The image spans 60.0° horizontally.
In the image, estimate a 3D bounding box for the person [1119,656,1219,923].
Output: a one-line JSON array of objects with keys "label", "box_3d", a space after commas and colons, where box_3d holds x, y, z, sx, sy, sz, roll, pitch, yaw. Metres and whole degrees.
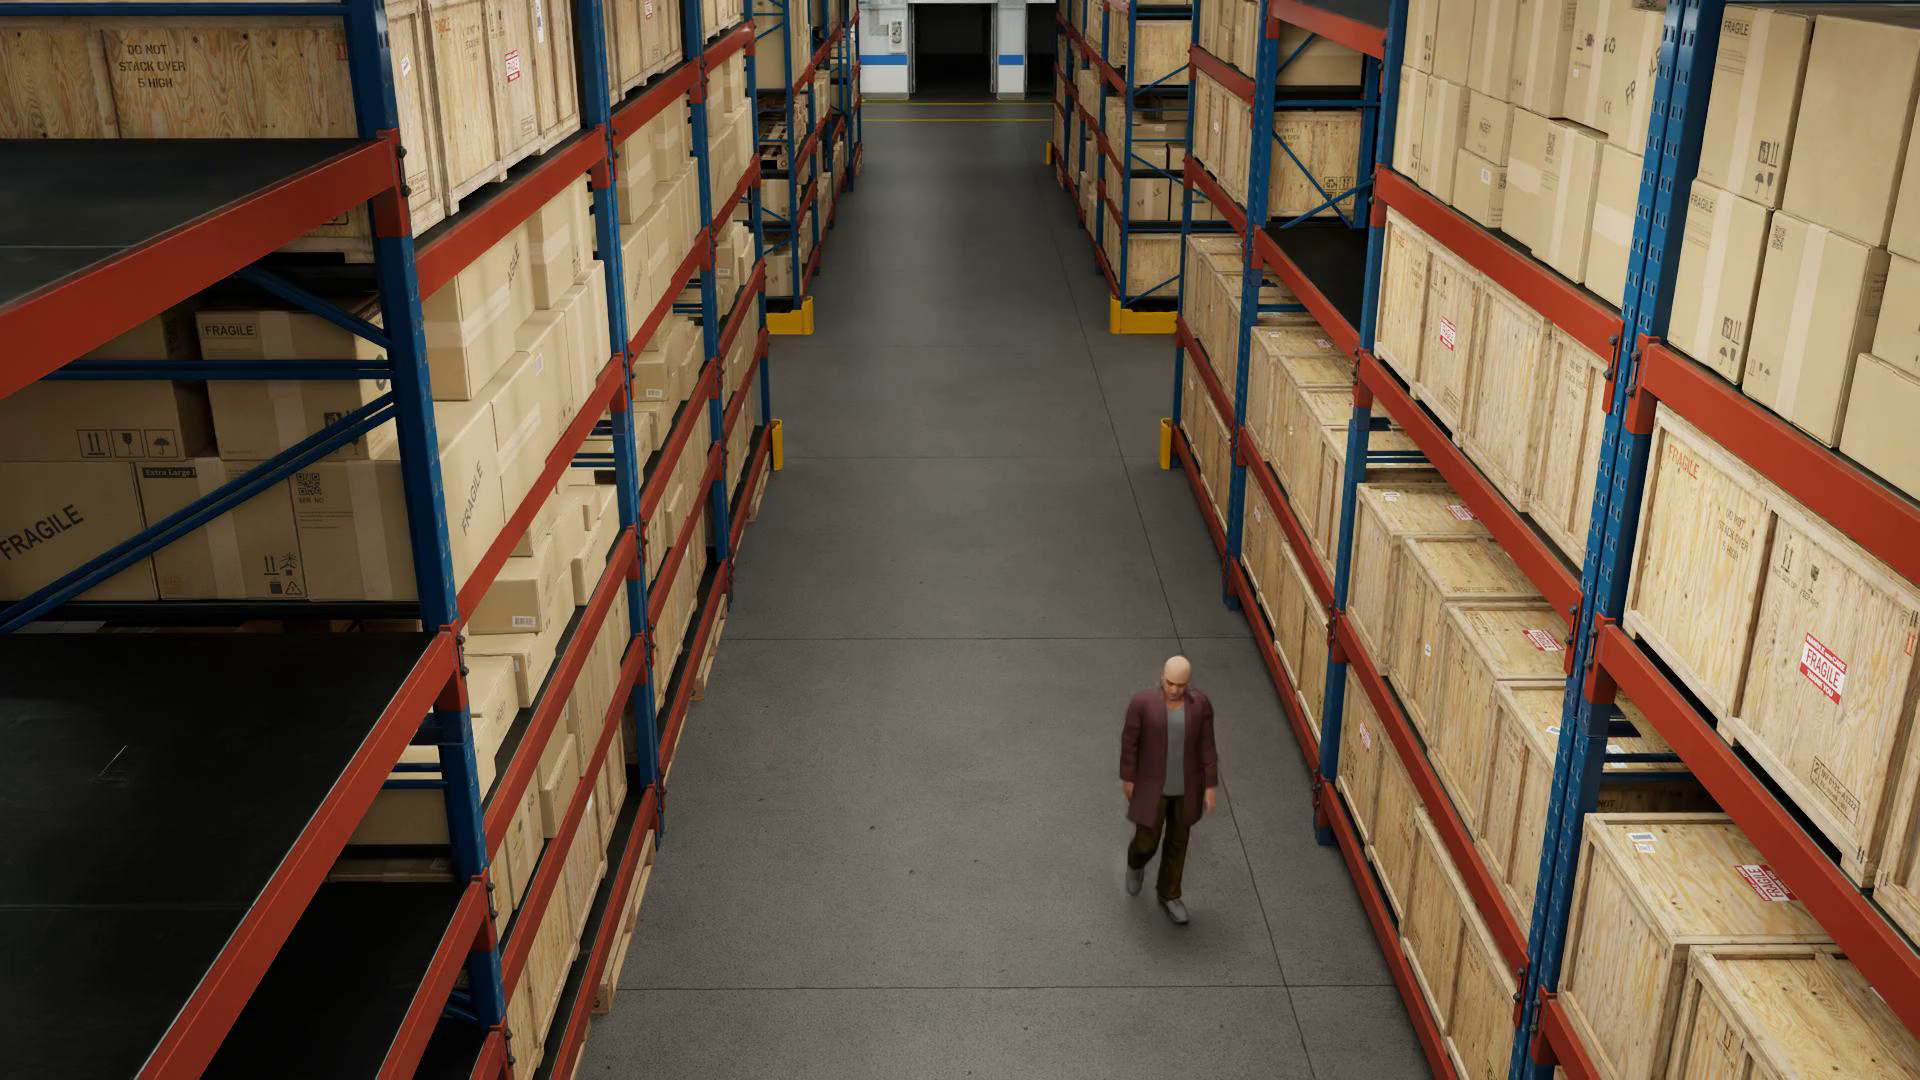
[{"label": "person", "box_3d": [1.319, 1.539, 10.533, 0.604, 1.782, 0.574, -3, 22, -7]}]
